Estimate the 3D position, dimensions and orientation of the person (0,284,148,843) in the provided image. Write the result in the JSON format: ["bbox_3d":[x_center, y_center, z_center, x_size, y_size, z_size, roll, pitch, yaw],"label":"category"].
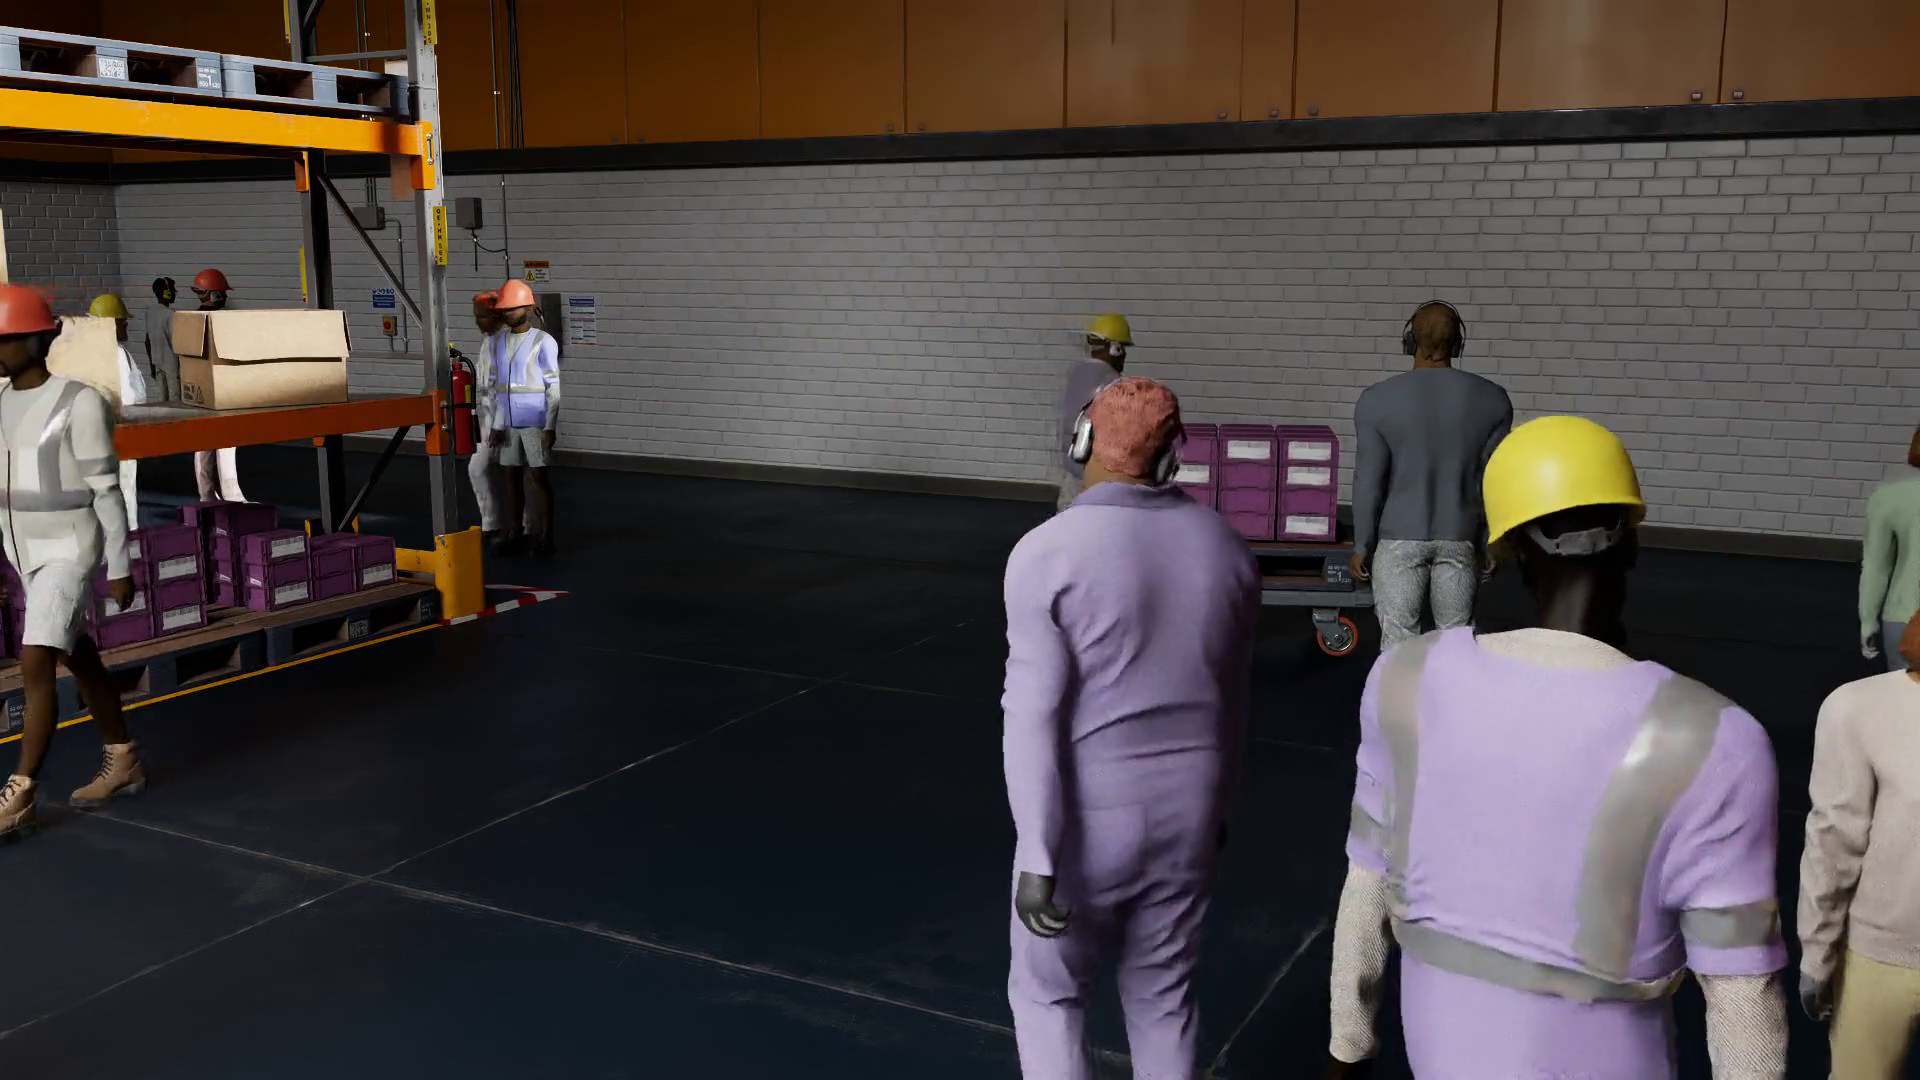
[{"bbox_3d":[-3.461,0.081,6.103,0.628,2.000,0.958,5,11,25],"label":"person"}]

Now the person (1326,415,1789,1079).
[{"bbox_3d":[0.857,0.776,2.397,0.414,1.891,0.705,-9,13,-42],"label":"person"}]

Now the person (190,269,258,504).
[{"bbox_3d":[-6.080,-1.209,13.603,0.612,1.995,0.392,6,11,29],"label":"person"}]

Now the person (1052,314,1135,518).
[{"bbox_3d":[0.818,-0.450,9.889,0.963,1.773,0.612,-5,11,-28],"label":"person"}]

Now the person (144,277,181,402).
[{"bbox_3d":[-8.426,-1.853,17.701,0.532,1.868,0.310,5,11,28],"label":"person"}]

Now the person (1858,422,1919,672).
[{"bbox_3d":[3.446,0.309,5.898,0.501,1.612,0.619,8,13,39],"label":"person"}]

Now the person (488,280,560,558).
[{"bbox_3d":[-3.065,-0.835,11.614,0.551,1.935,0.362,4,10,20],"label":"person"}]

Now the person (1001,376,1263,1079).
[{"bbox_3d":[0.365,0.596,3.532,0.668,1.867,0.501,-5,11,-26],"label":"person"}]

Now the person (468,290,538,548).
[{"bbox_3d":[-3.302,-0.834,11.816,0.625,1.859,0.577,-9,13,-41],"label":"person"}]

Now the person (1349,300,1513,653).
[{"bbox_3d":[1.875,0.013,6.695,0.627,1.941,0.371,0,10,2],"label":"person"}]

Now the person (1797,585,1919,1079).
[{"bbox_3d":[1.820,0.796,3.078,0.505,1.625,0.283,3,10,19],"label":"person"}]

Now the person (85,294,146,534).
[{"bbox_3d":[-6.072,-0.848,11.984,0.591,1.833,0.403,8,13,40],"label":"person"}]
